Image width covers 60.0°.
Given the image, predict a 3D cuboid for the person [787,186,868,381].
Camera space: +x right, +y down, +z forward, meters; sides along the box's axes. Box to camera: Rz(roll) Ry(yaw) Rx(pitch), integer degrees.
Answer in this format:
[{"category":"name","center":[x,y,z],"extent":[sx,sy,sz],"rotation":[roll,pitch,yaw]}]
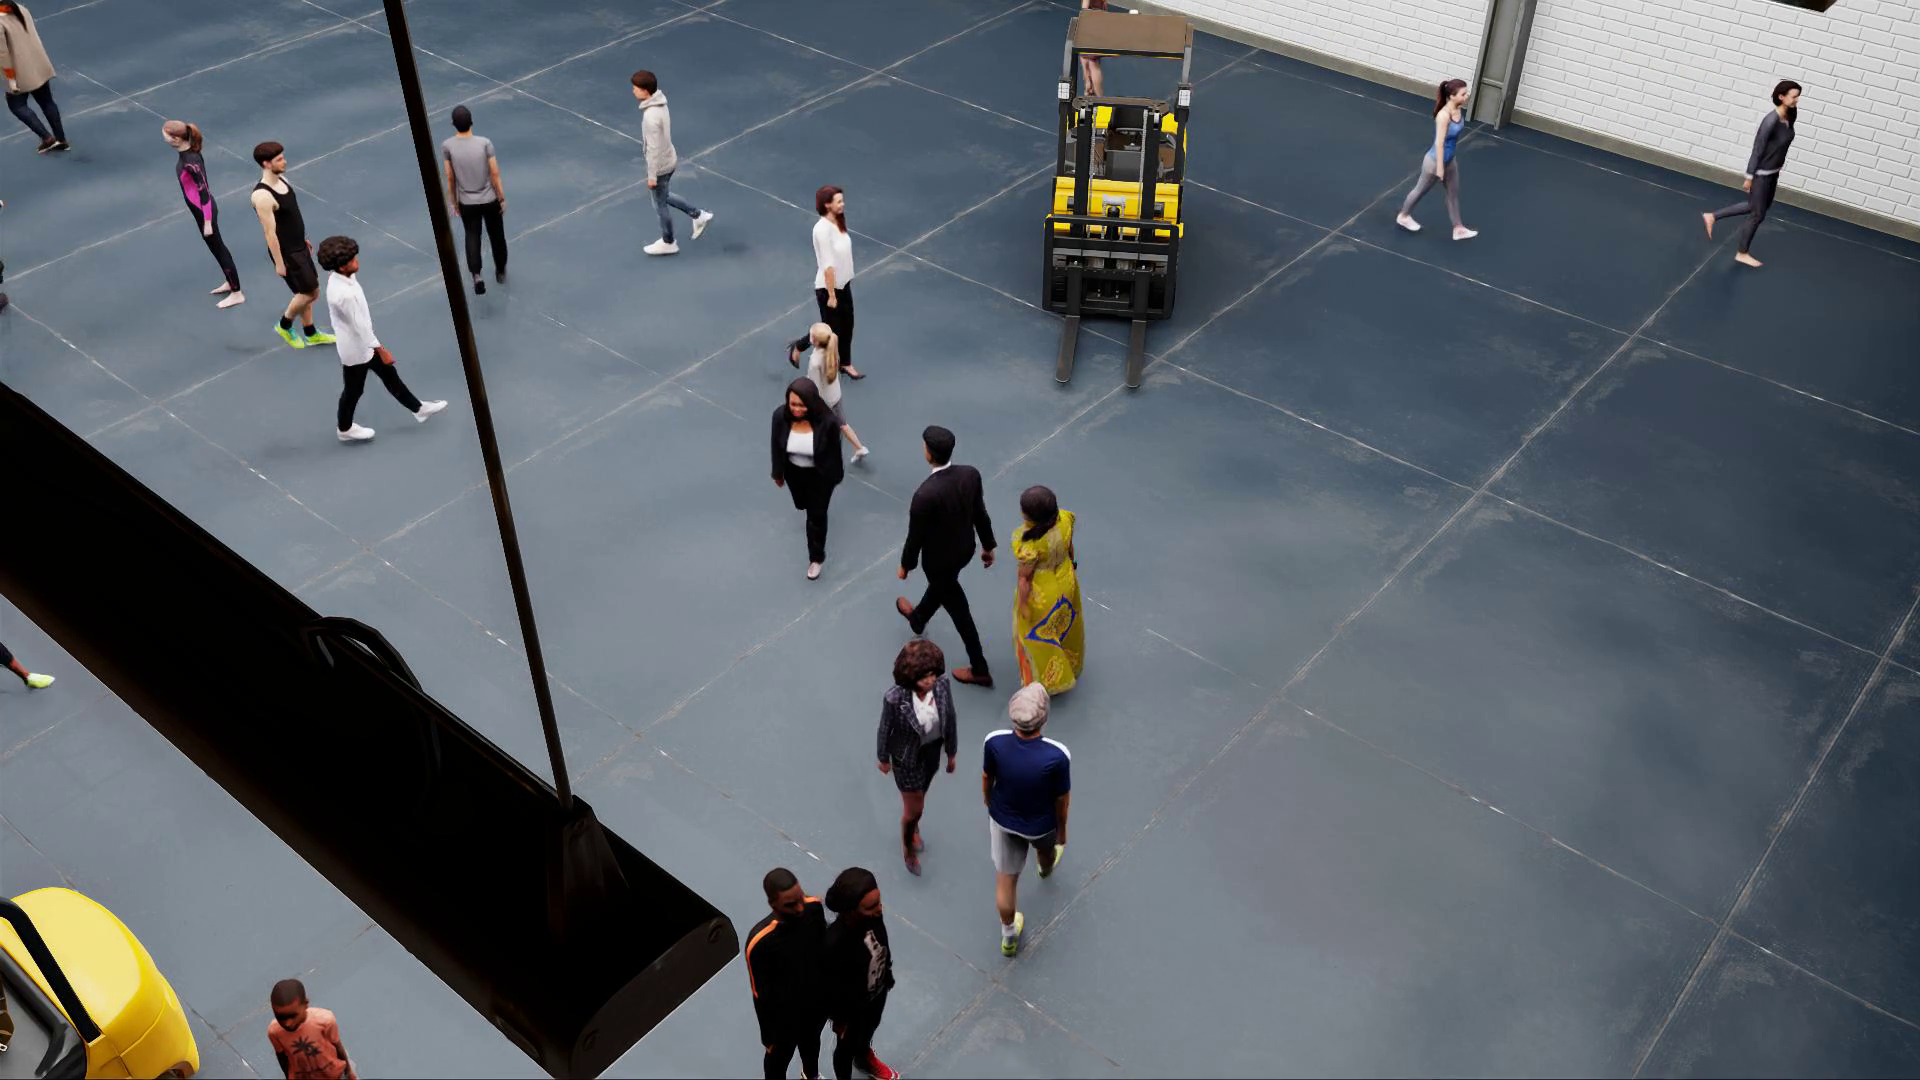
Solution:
[{"category":"person","center":[-1.123,-2.057,13.596],"extent":[1.006,1.776,0.836],"rotation":[10,40,12]}]

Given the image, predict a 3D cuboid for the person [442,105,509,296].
[{"category":"person","center":[-4.285,-2.994,14.800],"extent":[0.946,1.739,1.032],"rotation":[-6,39,-7]}]

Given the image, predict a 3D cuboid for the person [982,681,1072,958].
[{"category":"person","center":[0.334,1.570,9.031],"extent":[1.107,1.806,1.033],"rotation":[7,39,9]}]

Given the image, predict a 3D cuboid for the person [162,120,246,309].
[{"category":"person","center":[-6.661,-2.895,14.668],"extent":[0.710,1.749,0.608],"rotation":[-16,41,-19]}]

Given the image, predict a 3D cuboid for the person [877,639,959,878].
[{"category":"person","center":[-0.286,1.178,9.621],"extent":[0.682,1.683,0.704],"rotation":[-21,43,-24]}]

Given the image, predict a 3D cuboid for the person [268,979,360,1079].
[{"category":"person","center":[-3.140,2.576,8.170],"extent":[0.556,1.309,0.605],"rotation":[-7,39,-9]}]

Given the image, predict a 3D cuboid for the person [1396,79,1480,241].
[{"category":"person","center":[4.459,-3.582,15.671],"extent":[1.024,1.570,0.569],"rotation":[28,46,30]}]

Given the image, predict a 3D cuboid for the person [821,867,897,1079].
[{"category":"person","center":[-0.515,2.235,8.307],"extent":[0.575,1.671,0.613],"rotation":[26,45,28]}]

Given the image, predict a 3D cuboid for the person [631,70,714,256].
[{"category":"person","center":[-2.659,-3.446,15.292],"extent":[1.056,1.831,1.009],"rotation":[-4,39,-4]}]

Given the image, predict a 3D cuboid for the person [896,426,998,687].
[{"category":"person","center":[-0.015,0.161,10.785],"extent":[1.224,1.820,0.804],"rotation":[28,47,31]}]

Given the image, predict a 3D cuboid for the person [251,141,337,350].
[{"category":"person","center":[-5.734,-2.456,14.013],"extent":[0.915,1.879,0.855],"rotation":[-3,39,-4]}]

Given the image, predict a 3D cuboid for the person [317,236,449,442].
[{"category":"person","center":[-4.765,-1.501,12.913],"extent":[1.113,1.761,1.134],"rotation":[-9,39,-11]}]

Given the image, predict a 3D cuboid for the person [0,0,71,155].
[{"category":"person","center":[-9.499,-4.836,16.988],"extent":[0.821,1.886,0.820],"rotation":[11,40,14]}]

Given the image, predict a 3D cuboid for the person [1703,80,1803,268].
[{"category":"person","center":[7.316,-3.407,15.306],"extent":[0.899,1.753,0.613],"rotation":[30,48,32]}]

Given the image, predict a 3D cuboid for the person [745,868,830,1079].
[{"category":"person","center":[-0.819,2.252,8.175],"extent":[0.547,1.808,0.636],"rotation":[32,48,33]}]

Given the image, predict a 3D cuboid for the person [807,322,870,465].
[{"category":"person","center":[-0.990,-1.112,12.831],"extent":[0.867,1.254,0.558],"rotation":[23,44,26]}]

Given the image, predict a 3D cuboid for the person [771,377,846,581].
[{"category":"person","center":[-1.056,-0.539,11.851],"extent":[1.086,1.584,1.070],"rotation":[1,39,1]}]

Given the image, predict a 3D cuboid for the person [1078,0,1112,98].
[{"category":"person","center":[1.501,-5.410,17.810],"extent":[0.767,1.758,0.680],"rotation":[20,43,23]}]

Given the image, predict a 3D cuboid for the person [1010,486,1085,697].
[{"category":"person","center":[0.541,0.331,10.712],"extent":[0.810,1.645,0.798],"rotation":[-24,44,-27]}]
